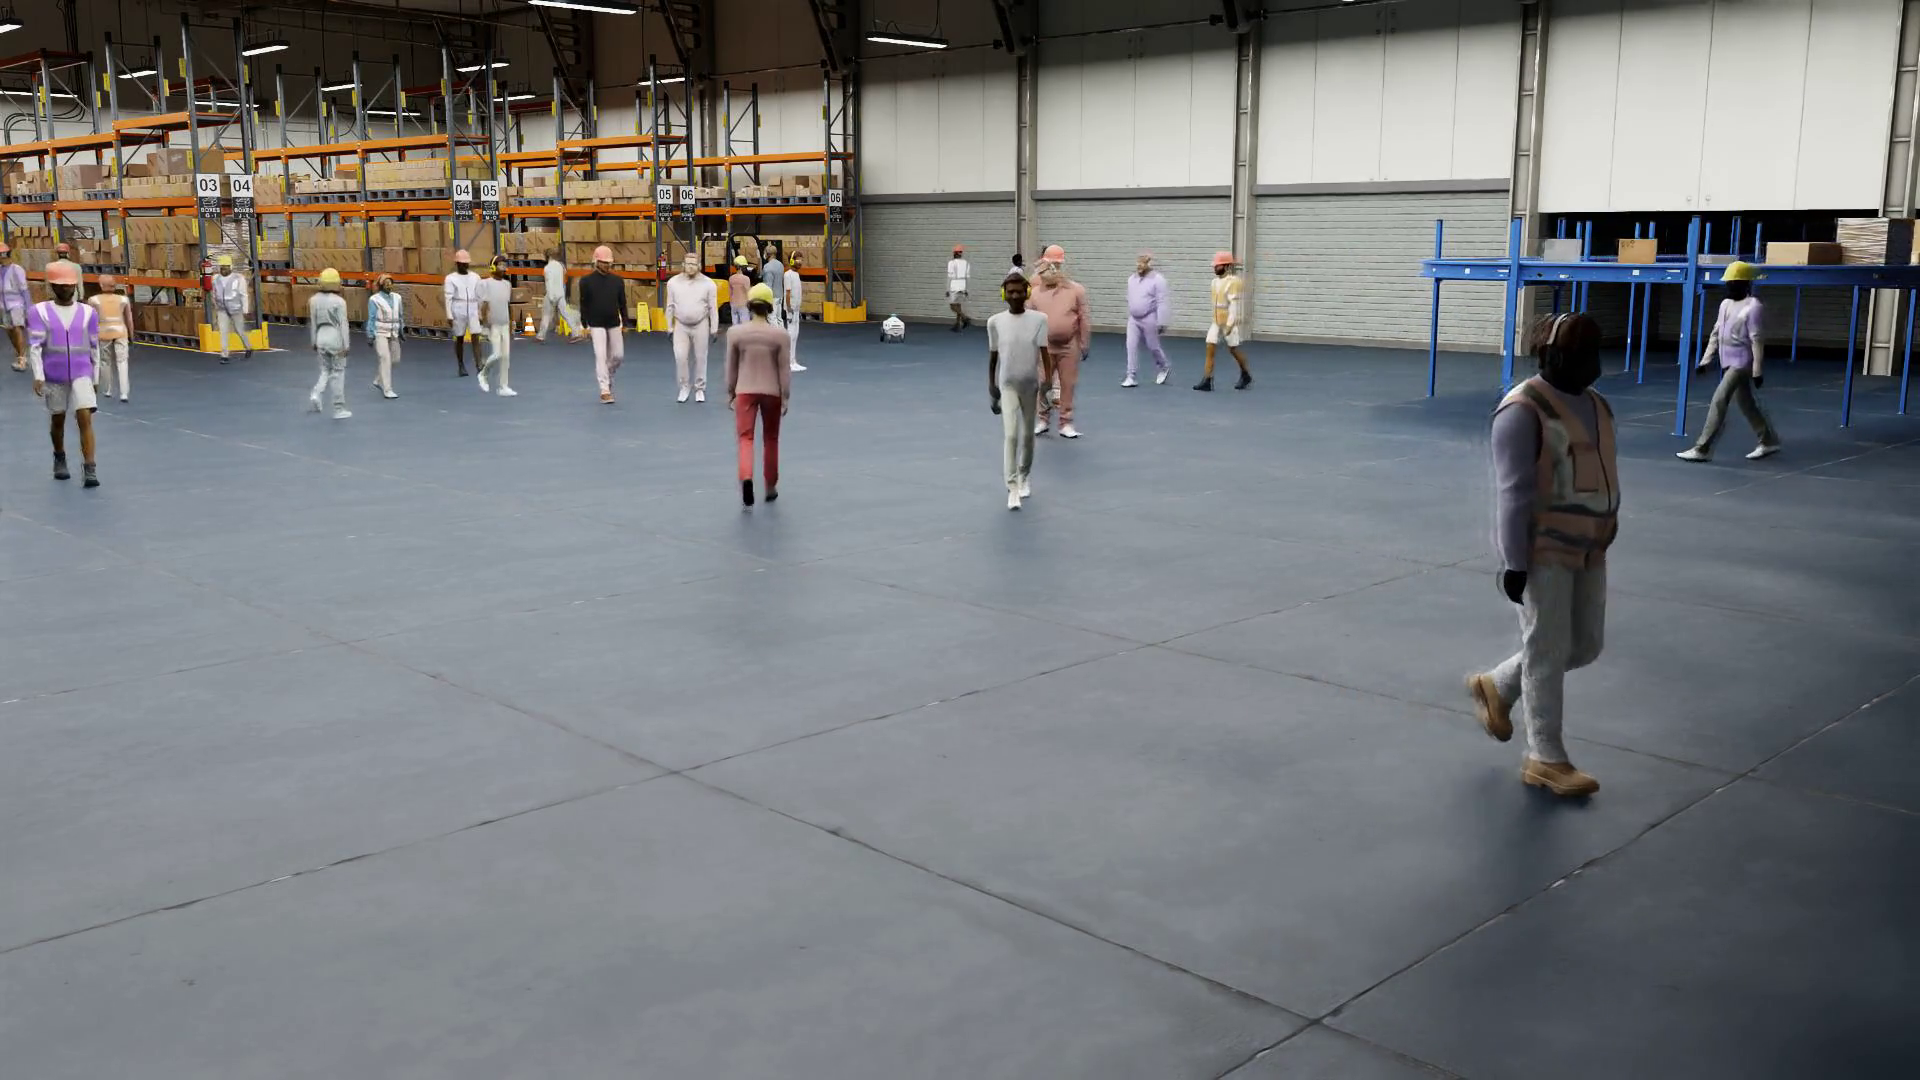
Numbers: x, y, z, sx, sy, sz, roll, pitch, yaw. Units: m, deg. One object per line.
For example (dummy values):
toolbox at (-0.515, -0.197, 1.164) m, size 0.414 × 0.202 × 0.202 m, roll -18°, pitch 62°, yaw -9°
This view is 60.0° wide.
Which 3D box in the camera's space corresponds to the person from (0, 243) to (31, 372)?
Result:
person at (-14.949, -3.682, 26.263) m, size 0.736 × 1.997 × 0.885 m, roll 2°, pitch 11°, yaw 12°

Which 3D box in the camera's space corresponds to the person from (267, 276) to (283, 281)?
person at (-20.664, -8.026, 50.215) m, size 0.596 × 1.896 × 1.033 m, roll 5°, pitch 12°, yaw 27°

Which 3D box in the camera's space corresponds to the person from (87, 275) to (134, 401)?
person at (-10.921, -2.595, 21.399) m, size 0.542 × 1.592 × 0.879 m, roll -7°, pitch 12°, yaw -33°

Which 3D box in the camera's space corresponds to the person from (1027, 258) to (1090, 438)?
person at (1.022, -2.023, 17.549) m, size 0.696 × 1.868 × 0.440 m, roll 1°, pitch 10°, yaw 7°

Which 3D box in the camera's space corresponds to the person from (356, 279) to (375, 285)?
person at (-15.348, -6.573, 42.999) m, size 0.520 × 1.630 × 0.286 m, roll -10°, pitch 14°, yaw -42°

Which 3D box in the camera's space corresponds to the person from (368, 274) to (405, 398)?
person at (-7.572, -2.676, 21.780) m, size 0.556 × 1.612 × 0.533 m, roll 6°, pitch 12°, yaw 28°

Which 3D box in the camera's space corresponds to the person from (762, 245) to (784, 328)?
person at (-3.366, -4.315, 29.840) m, size 0.373 × 1.940 × 0.630 m, roll 3°, pitch 11°, yaw 17°

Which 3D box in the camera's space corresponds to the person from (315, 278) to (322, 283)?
person at (-18.495, -7.688, 48.515) m, size 0.582 × 1.845 × 0.952 m, roll -2°, pitch 11°, yaw -11°

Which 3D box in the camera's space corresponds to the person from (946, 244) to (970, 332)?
person at (0.004, -5.507, 36.416) m, size 0.578 × 1.912 × 0.678 m, roll -8°, pitch 13°, yaw -36°

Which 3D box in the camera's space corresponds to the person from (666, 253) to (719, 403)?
person at (-3.387, -2.665, 20.990) m, size 0.668 × 1.880 × 0.733 m, roll -1°, pitch 10°, yaw -3°

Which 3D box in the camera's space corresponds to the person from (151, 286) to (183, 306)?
person at (-17.969, -5.675, 37.672) m, size 0.643 × 1.798 × 0.967 m, roll -8°, pitch 13°, yaw -37°

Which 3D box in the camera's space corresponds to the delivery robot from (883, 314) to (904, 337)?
delivery robot at (-1.327, -4.266, 33.205) m, size 0.477 × 0.478 × 0.707 m, roll -2°, pitch 11°, yaw -10°

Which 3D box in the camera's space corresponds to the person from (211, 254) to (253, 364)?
person at (-12.184, -3.882, 27.862) m, size 0.599 × 1.805 × 0.839 m, roll 0°, pitch 10°, yaw 0°

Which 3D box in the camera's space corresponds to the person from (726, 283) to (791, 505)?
person at (-1.588, -1.149, 13.099) m, size 0.521 × 1.742 × 0.763 m, roll -1°, pitch 10°, yaw -4°

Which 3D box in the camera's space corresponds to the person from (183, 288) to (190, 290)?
person at (-21.333, -7.184, 45.816) m, size 0.604 × 1.807 × 0.667 m, roll 9°, pitch 13°, yaw 39°

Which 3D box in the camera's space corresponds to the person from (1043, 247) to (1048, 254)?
person at (1.822, -5.153, 34.621) m, size 0.981 × 1.865 × 0.607 m, roll -3°, pitch 11°, yaw -18°

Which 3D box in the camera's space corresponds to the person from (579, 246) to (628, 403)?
person at (-4.547, -2.759, 21.244) m, size 0.622 × 1.980 × 0.695 m, roll -6°, pitch 12°, yaw -29°

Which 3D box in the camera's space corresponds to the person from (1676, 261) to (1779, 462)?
person at (7.318, -1.675, 15.631) m, size 1.013 × 1.877 × 0.592 m, roll 0°, pitch 10°, yaw 0°

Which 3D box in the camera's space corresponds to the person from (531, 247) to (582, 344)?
person at (-7.885, -4.757, 32.434) m, size 1.049 × 1.891 × 0.626 m, roll 4°, pitch 11°, yaw 19°

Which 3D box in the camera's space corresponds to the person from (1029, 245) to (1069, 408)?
person at (1.115, -2.607, 20.381) m, size 0.608 × 1.990 × 0.385 m, roll -7°, pitch 13°, yaw -34°

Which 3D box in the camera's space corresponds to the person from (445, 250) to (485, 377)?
person at (-7.363, -3.364, 24.792) m, size 0.574 × 1.881 × 0.991 m, roll -7°, pitch 12°, yaw -32°

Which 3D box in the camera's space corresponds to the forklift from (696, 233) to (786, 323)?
forklift at (-5.496, -6.489, 41.108) m, size 2.313 × 2.155 × 1.214 m, roll -10°, pitch 14°, yaw -44°

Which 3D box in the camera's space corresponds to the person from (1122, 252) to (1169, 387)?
person at (2.640, -3.116, 23.483) m, size 0.651 × 1.879 × 0.892 m, roll 8°, pitch 13°, yaw 38°

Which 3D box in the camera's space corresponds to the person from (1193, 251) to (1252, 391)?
person at (3.659, -3.007, 22.827) m, size 0.961 × 1.904 × 0.555 m, roll -8°, pitch 13°, yaw -36°

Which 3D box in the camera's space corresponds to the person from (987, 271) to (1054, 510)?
person at (0.471, -1.211, 13.191) m, size 0.513 × 1.838 × 0.925 m, roll -1°, pitch 10°, yaw -4°

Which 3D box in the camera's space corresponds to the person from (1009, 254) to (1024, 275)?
person at (1.268, -5.492, 36.913) m, size 0.318 × 1.697 × 0.535 m, roll -5°, pitch 12°, yaw -25°

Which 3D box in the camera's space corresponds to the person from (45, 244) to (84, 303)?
person at (-16.455, -4.455, 30.592) m, size 0.611 × 1.944 × 0.983 m, roll -6°, pitch 12°, yaw -29°

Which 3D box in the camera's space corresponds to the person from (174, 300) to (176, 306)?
person at (-19.084, -6.023, 40.057) m, size 0.525 × 1.601 × 0.731 m, roll -8°, pitch 13°, yaw -37°

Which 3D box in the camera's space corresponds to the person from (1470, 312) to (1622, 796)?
person at (2.249, 0.035, 6.433) m, size 0.631 × 1.826 × 0.604 m, roll -7°, pitch 13°, yaw -34°

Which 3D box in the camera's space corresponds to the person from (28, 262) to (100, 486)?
person at (-7.659, -1.428, 14.256) m, size 0.564 × 1.897 × 1.005 m, roll -7°, pitch 13°, yaw -35°

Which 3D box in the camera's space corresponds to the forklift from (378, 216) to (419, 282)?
forklift at (-17.868, -9.201, 54.028) m, size 1.873 × 2.768 × 1.129 m, roll -10°, pitch 14°, yaw -44°

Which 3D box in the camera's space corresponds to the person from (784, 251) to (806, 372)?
person at (-2.596, -3.577, 26.013) m, size 0.309 × 1.864 × 0.535 m, roll 2°, pitch 11°, yaw 11°

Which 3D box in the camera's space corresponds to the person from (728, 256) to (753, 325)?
person at (-3.681, -3.899, 28.035) m, size 0.525 × 1.770 × 0.306 m, roll 9°, pitch 13°, yaw 39°

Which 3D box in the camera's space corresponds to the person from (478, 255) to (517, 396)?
person at (-6.145, -2.833, 21.997) m, size 0.484 × 1.851 × 0.546 m, roll 7°, pitch 12°, yaw 32°

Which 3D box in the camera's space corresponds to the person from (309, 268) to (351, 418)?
person at (-7.300, -2.274, 19.251) m, size 0.505 × 1.729 × 0.432 m, roll 3°, pitch 11°, yaw 17°
